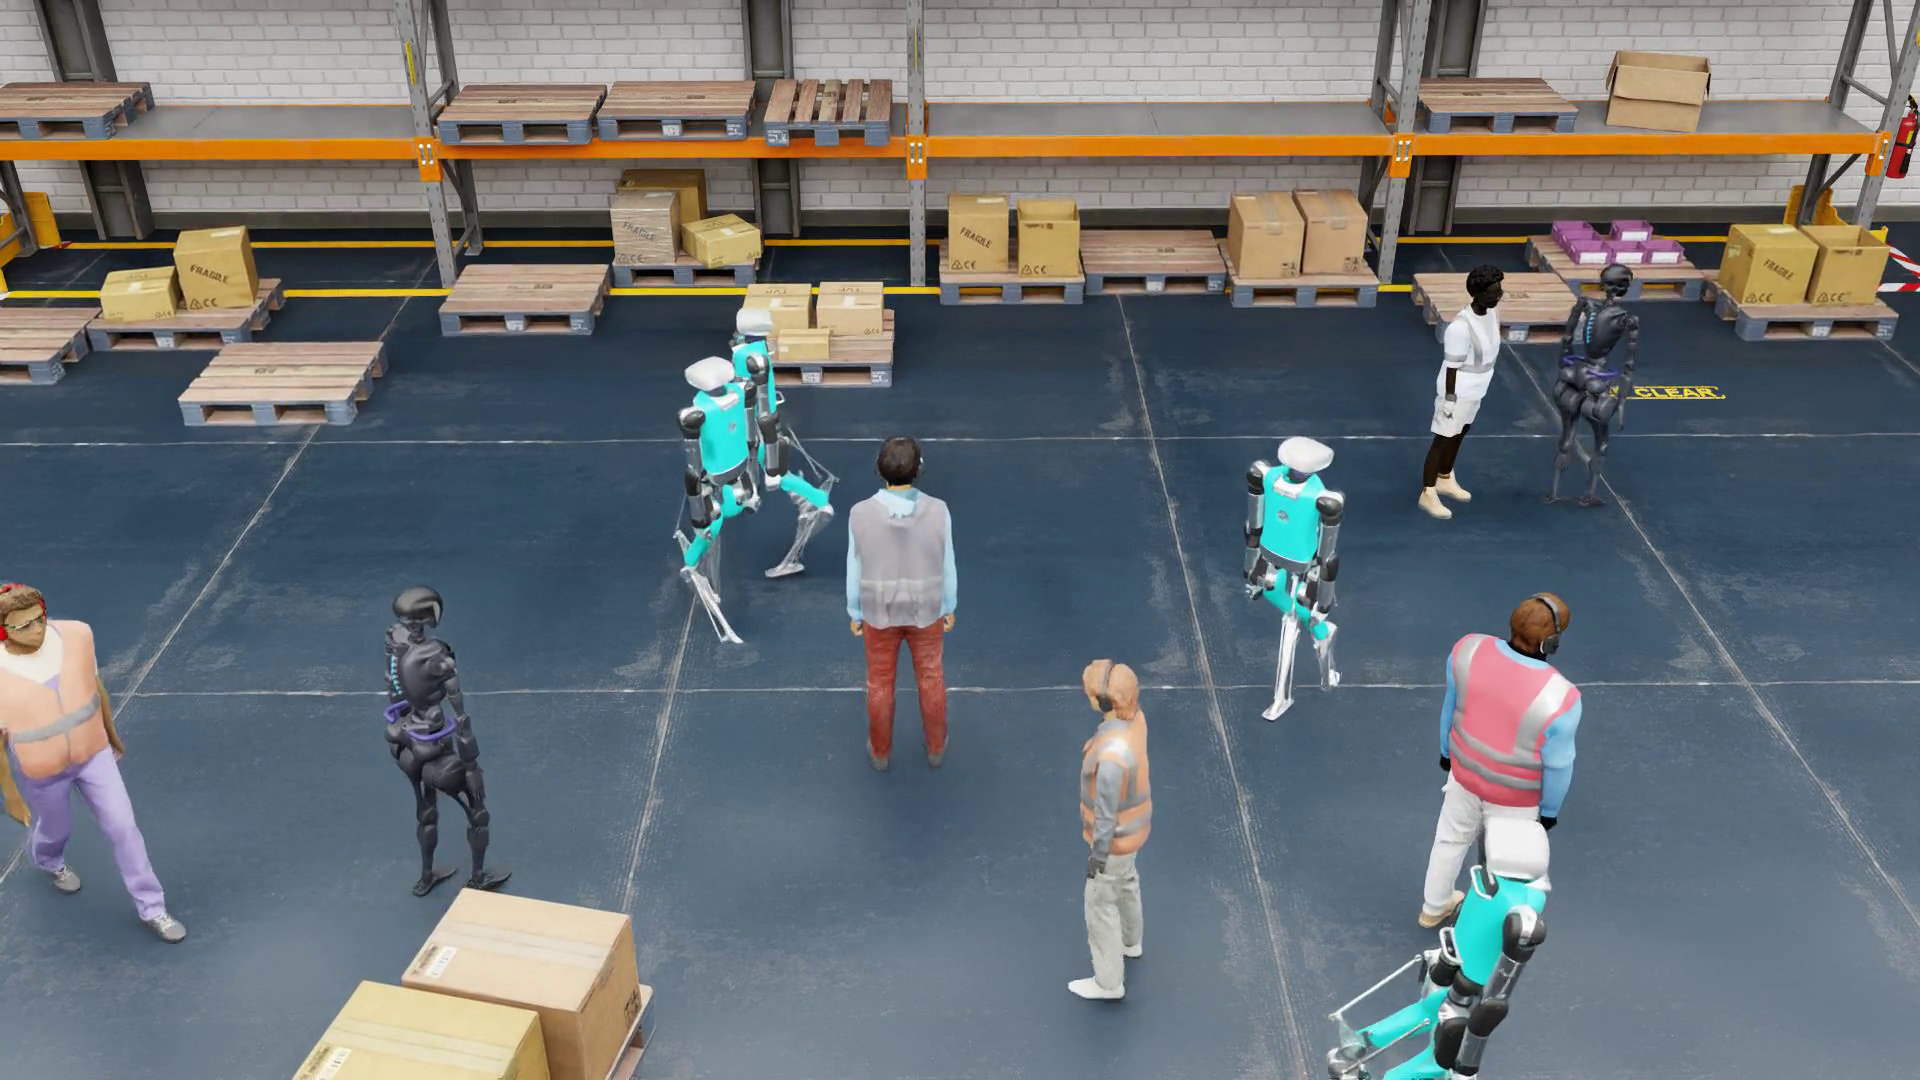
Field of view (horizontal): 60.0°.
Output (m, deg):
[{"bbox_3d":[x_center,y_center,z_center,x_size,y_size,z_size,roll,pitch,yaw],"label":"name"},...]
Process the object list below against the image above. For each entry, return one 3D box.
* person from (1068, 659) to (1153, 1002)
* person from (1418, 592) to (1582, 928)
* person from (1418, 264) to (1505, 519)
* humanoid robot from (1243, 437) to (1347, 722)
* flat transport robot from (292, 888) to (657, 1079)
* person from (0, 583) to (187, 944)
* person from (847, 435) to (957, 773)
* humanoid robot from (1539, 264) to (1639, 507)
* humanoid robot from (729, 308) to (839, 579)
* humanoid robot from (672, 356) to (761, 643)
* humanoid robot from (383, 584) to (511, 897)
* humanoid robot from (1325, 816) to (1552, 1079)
[{"bbox_3d":[0.653,1.222,7.055,0.319,1.627,0.526,8,32,13],"label":"person"},{"bbox_3d":[2.342,1.020,7.202,0.431,1.836,0.628,-23,38,-33],"label":"person"},{"bbox_3d":[3.222,-0.961,10.621,0.317,1.695,0.539,24,39,34],"label":"person"},{"bbox_3d":[1.832,0.209,8.734,0.553,1.868,0.850,24,38,34],"label":"humanoid robot"},{"bbox_3d":[-1.869,2.341,6.513,1.431,0.231,0.659,7,32,11],"label":"flat transport robot"},{"bbox_3d":[-3.975,0.949,7.334,0.916,1.810,0.570,20,36,30],"label":"person"},{"bbox_3d":[-0.285,0.357,8.255,0.548,1.875,0.409,-2,31,-3],"label":"person"},{"bbox_3d":[4.044,-0.977,10.685,0.421,1.655,0.590,-18,36,-28],"label":"humanoid robot"},{"bbox_3d":[-0.978,-0.509,9.916,0.675,1.882,0.546,-9,32,-15],"label":"humanoid robot"},{"bbox_3d":[-1.483,-0.268,9.482,0.840,1.793,0.571,22,37,32],"label":"humanoid robot"},{"bbox_3d":[-2.404,0.923,7.517,0.609,1.643,0.369,22,37,32],"label":"humanoid robot"},{"bbox_3d":[1.648,1.739,6.089,0.758,1.780,0.540,2,31,3],"label":"humanoid robot"}]
